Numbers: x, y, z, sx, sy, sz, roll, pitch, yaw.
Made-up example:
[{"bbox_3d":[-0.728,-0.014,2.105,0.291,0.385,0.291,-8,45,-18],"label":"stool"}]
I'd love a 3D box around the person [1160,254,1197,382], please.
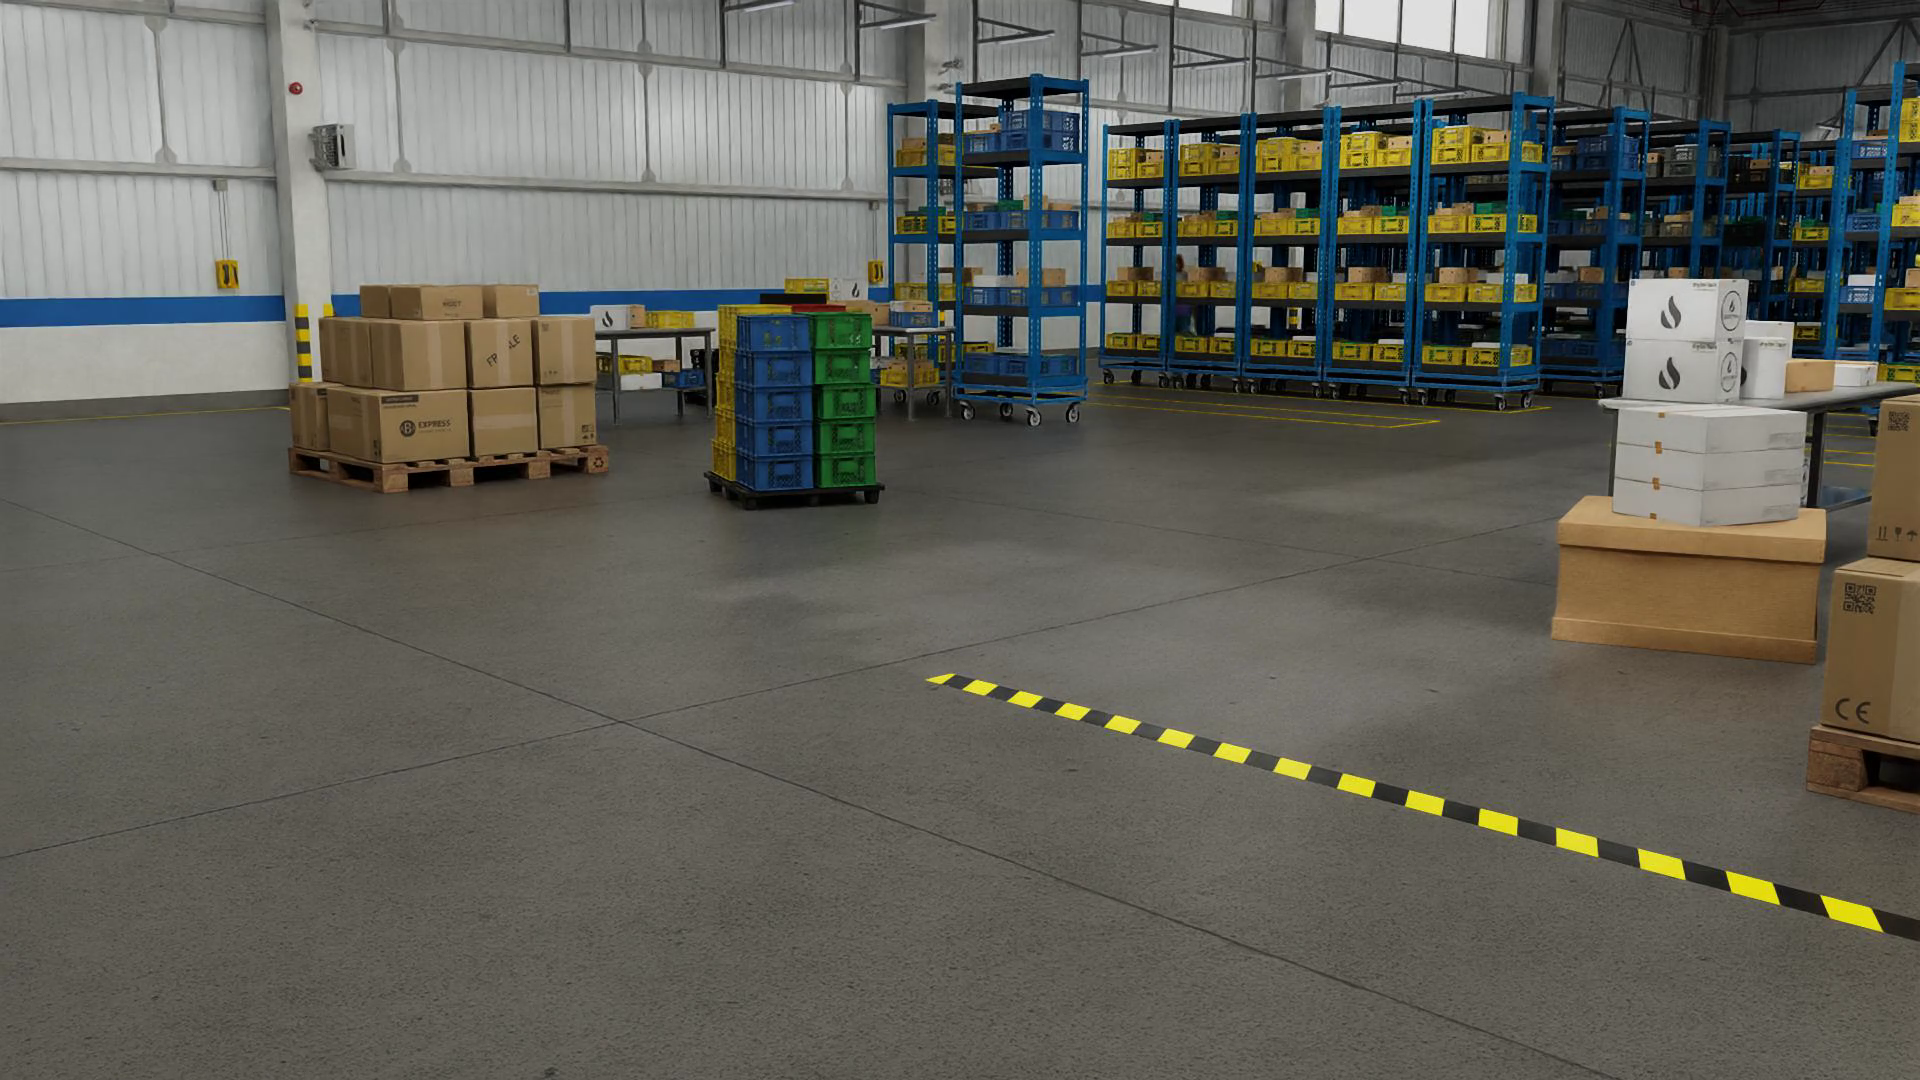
[{"bbox_3d":[3.168,-3.204,24.023,0.575,1.845,0.382,7,12,35],"label":"person"}]

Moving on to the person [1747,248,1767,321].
[{"bbox_3d":[13.390,-3.968,28.175,0.561,1.981,0.623,8,12,39],"label":"person"}]

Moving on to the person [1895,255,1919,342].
[{"bbox_3d":[13.705,-3.205,24.065,0.404,1.821,0.591,5,11,29],"label":"person"}]
